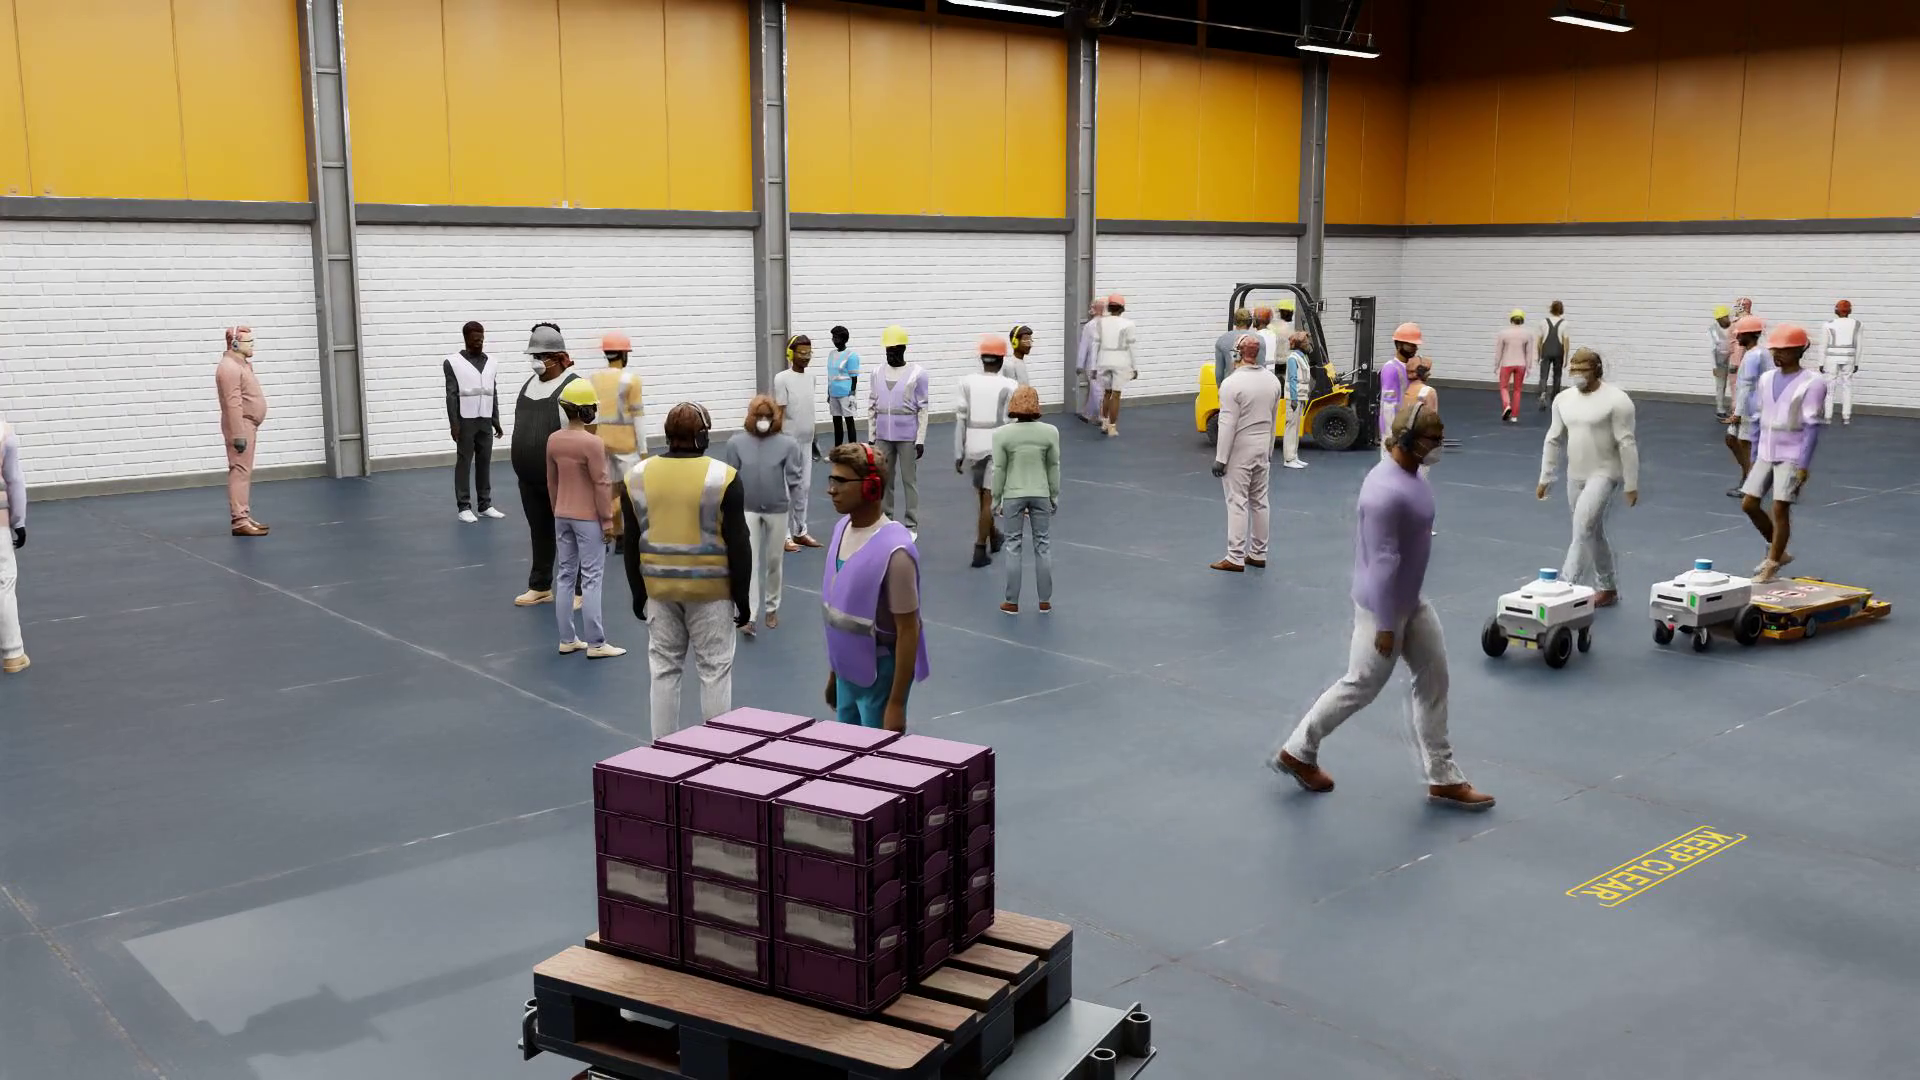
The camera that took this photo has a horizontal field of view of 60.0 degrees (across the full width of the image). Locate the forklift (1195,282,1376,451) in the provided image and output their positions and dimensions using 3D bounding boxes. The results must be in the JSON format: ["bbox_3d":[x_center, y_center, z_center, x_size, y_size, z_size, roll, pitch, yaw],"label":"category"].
[{"bbox_3d":[4.328,-2.346,22.227,2.313,2.155,1.214,3,10,16],"label":"forklift"}]

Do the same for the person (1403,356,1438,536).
[{"bbox_3d":[4.107,-0.847,15.080,0.315,1.636,0.515,-6,11,-32],"label":"person"}]

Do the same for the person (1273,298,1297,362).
[{"bbox_3d":[4.783,-2.673,24.967,0.623,1.911,0.608,1,10,3],"label":"person"}]

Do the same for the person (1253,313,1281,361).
[{"bbox_3d":[4.440,-2.409,23.710,0.718,1.817,0.644,-1,10,-3],"label":"person"}]

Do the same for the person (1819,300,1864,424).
[{"bbox_3d":[13.292,-2.682,25.123,0.577,1.882,0.351,3,10,16],"label":"person"}]

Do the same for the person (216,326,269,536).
[{"bbox_3d":[-6.518,-0.994,15.155,0.400,1.907,0.644,-3,10,-17],"label":"person"}]

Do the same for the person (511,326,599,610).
[{"bbox_3d":[-2.951,-0.510,11.927,0.684,2.000,0.538,5,11,29],"label":"person"}]

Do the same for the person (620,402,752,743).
[{"bbox_3d":[-1.299,0.253,8.044,0.634,1.841,0.429,2,10,12],"label":"person"}]

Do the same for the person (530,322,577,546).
[{"bbox_3d":[-3.574,-0.932,14.615,0.361,1.963,0.613,-9,13,-43],"label":"person"}]

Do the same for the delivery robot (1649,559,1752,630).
[{"bbox_3d":[4.830,0.370,10.844,0.707,0.478,0.477,-7,12,-34],"label":"delivery robot"}]

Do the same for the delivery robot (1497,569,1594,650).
[{"bbox_3d":[3.710,0.425,10.520,0.707,0.478,0.477,-9,13,-43],"label":"delivery robot"}]

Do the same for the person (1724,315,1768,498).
[{"bbox_3d":[8.221,-1.381,17.396,0.422,1.920,0.544,5,11,27],"label":"person"}]

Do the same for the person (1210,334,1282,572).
[{"bbox_3d":[2.277,-0.699,13.419,0.639,1.910,0.407,-8,12,-38],"label":"person"}]

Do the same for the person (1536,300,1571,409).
[{"bbox_3d":[9.691,-3.012,27.214,0.530,1.825,0.697,4,11,24],"label":"person"}]

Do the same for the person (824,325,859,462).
[{"bbox_3d":[-1.448,-1.776,20.358,0.319,1.693,0.532,-9,14,-44],"label":"person"}]

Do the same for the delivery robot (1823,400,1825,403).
[{"bbox_3d":[12.928,-2.156,25.631,0.707,0.478,0.477,4,11,24],"label":"delivery robot"}]

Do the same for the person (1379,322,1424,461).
[{"bbox_3d":[4.020,-1.011,15.166,0.374,1.934,0.549,6,12,33],"label":"person"}]

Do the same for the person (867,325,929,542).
[{"bbox_3d":[-0.560,-0.930,14.715,0.587,1.928,0.363,4,11,24],"label":"person"}]

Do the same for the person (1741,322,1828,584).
[{"bbox_3d":[6.259,-0.640,12.701,0.537,2.033,0.630,-4,10,-21],"label":"person"}]

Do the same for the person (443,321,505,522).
[{"bbox_3d":[-4.671,-1.141,15.989,0.392,1.916,0.592,7,12,35],"label":"person"}]

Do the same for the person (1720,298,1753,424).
[{"bbox_3d":[11.780,-2.702,25.151,0.407,1.906,0.655,8,13,39],"label":"person"}]

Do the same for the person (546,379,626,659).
[{"bbox_3d":[-2.381,-0.130,10.506,0.522,1.768,0.312,7,12,35],"label":"person"}]

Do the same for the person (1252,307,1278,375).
[{"bbox_3d":[3.839,-2.033,21.298,0.356,1.885,0.574,8,12,38],"label":"person"}]

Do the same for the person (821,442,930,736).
[{"bbox_3d":[-0.329,0.544,6.318,0.393,1.847,0.563,-5,11,-28],"label":"person"}]

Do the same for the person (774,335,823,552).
[{"bbox_3d":[-1.390,-0.835,14.345,0.312,1.864,0.532,7,12,35],"label":"person"}]

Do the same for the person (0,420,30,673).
[{"bbox_3d":[-5.980,-0.088,10.037,0.626,1.843,0.430,-5,11,-25],"label":"person"}]

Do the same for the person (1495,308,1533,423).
[{"bbox_3d":[8.414,-2.643,25.261,0.539,1.750,0.415,2,10,11],"label":"person"}]

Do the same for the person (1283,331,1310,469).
[{"bbox_3d":[4.039,-1.684,19.969,0.309,1.641,0.511,4,10,22],"label":"person"}]

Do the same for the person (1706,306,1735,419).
[{"bbox_3d":[11.843,-2.721,25.668,0.663,1.775,0.695,3,10,14],"label":"person"}]

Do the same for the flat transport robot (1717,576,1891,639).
[{"bbox_3d":[5.731,0.452,11.466,1.431,0.197,0.652,-7,12,-34],"label":"flat transport robot"}]

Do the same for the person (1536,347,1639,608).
[{"bbox_3d":[4.421,-0.411,11.787,1.019,1.886,0.668,-5,11,-26],"label":"person"}]

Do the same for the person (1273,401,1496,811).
[{"bbox_3d":[1.957,0.290,7.677,0.997,1.893,0.636,6,11,30],"label":"person"}]

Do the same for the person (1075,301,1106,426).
[{"bbox_3d":[1.975,-2.648,24.966,0.670,1.865,0.891,-9,13,-42],"label":"person"}]

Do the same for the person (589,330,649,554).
[{"bbox_3d":[-2.920,-0.794,13.955,0.564,1.916,0.650,6,11,30],"label":"person"}]

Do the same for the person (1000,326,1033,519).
[{"bbox_3d":[0.557,-1.147,16.172,0.313,1.865,0.528,2,10,13],"label":"person"}]

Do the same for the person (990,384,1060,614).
[{"bbox_3d":[0.461,-0.284,11.791,0.498,1.634,0.279,-2,10,-9],"label":"person"}]

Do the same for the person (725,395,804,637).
[{"bbox_3d":[-1.309,-0.162,11.136,0.524,1.597,0.700,-1,10,-5],"label":"person"}]

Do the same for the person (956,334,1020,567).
[{"bbox_3d":[0.291,-0.761,13.839,0.566,1.883,0.992,4,10,20],"label":"person"}]

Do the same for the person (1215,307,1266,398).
[{"bbox_3d":[3.310,-1.773,19.620,0.627,1.941,0.373,6,11,32],"label":"person"}]

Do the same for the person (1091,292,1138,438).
[{"bbox_3d":[2.184,-2.449,23.325,0.622,2.019,0.630,5,11,27],"label":"person"}]
